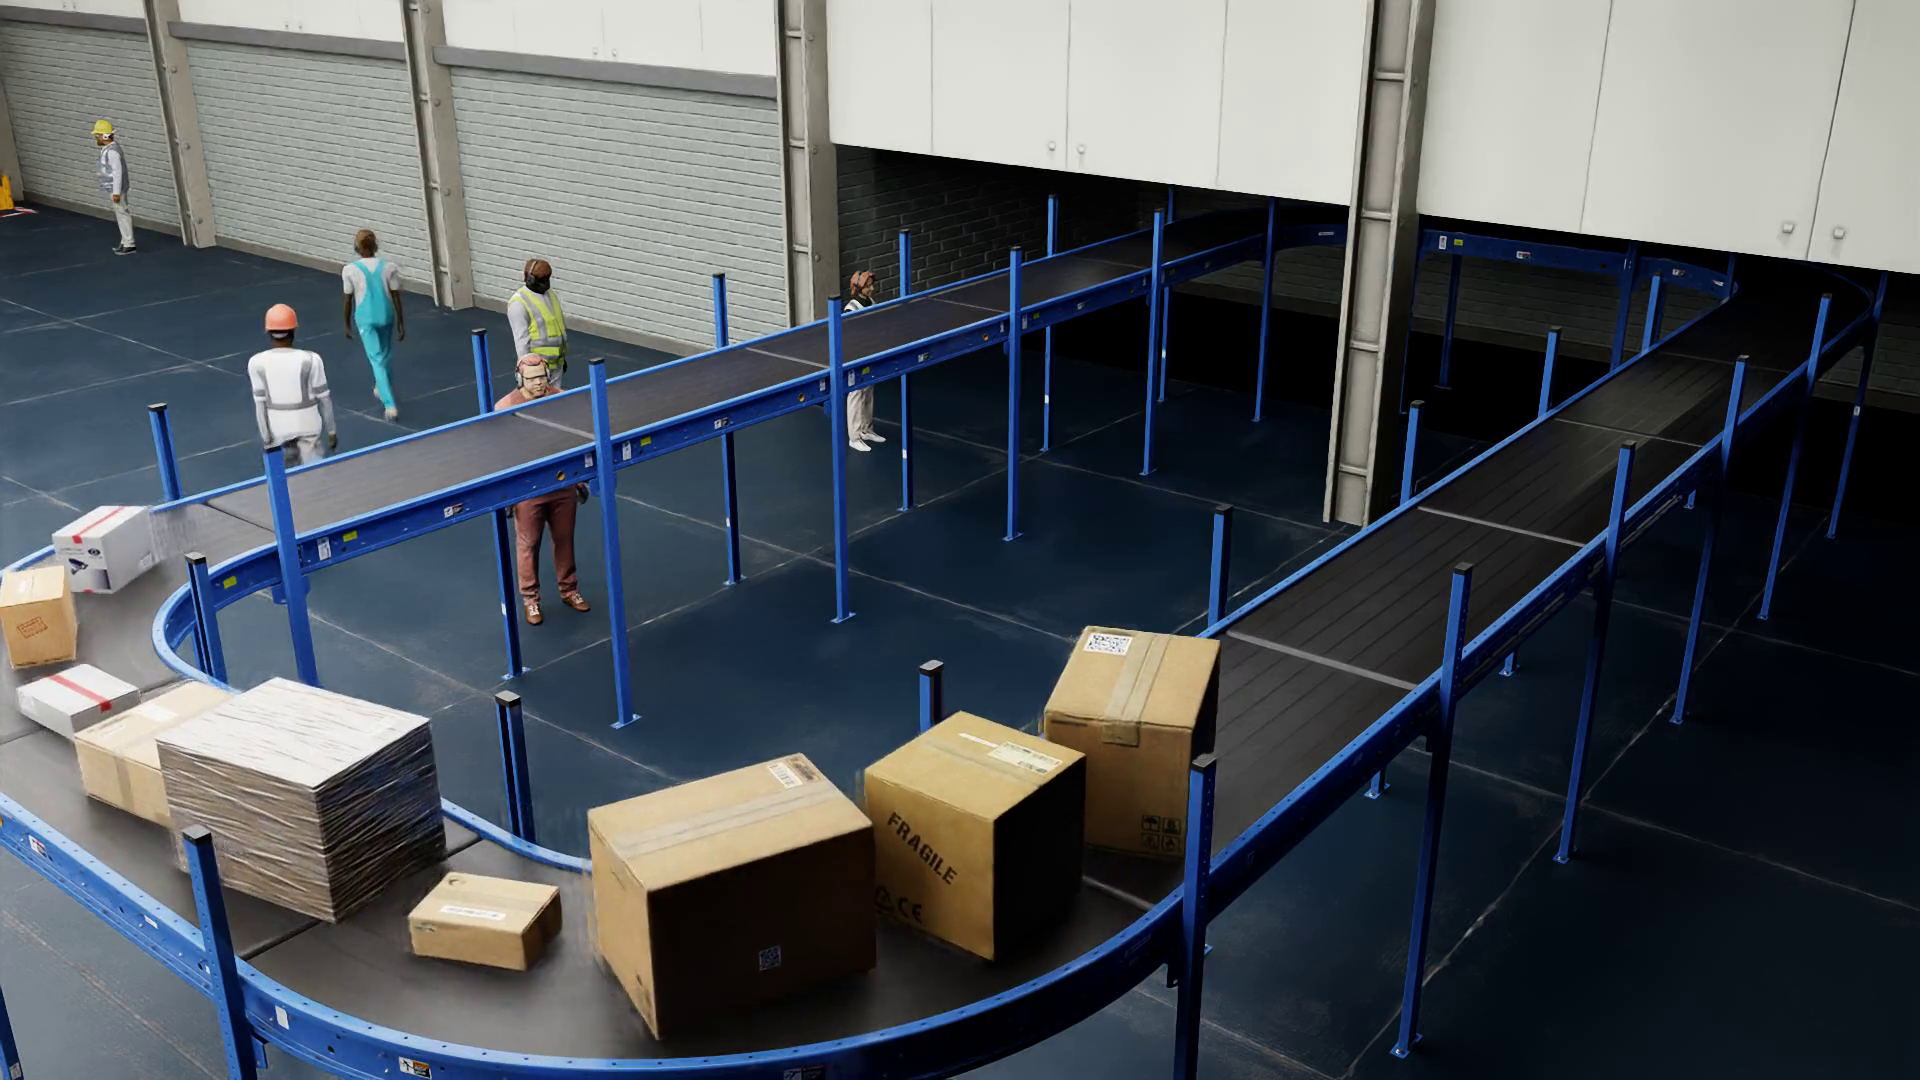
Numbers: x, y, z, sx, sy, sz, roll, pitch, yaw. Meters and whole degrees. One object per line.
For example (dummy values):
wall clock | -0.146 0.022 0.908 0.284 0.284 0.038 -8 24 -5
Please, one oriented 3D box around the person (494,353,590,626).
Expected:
person | -2.875 -0.363 11.511 0.653 1.906 0.408 -16 26 -34

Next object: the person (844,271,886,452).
person | -0.876 -1.635 15.101 0.306 1.640 0.522 9 23 22

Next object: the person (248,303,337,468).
person | -5.106 -0.856 12.770 0.555 1.909 0.880 -3 22 -8

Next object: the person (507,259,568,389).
person | -3.666 -1.567 14.666 0.429 1.838 0.621 7 23 17

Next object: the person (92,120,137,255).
person | -11.776 -4.910 23.161 0.404 1.833 0.590 -12 24 -28

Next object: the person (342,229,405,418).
person | -5.659 -2.104 16.095 0.521 1.802 0.986 -13 25 -29
